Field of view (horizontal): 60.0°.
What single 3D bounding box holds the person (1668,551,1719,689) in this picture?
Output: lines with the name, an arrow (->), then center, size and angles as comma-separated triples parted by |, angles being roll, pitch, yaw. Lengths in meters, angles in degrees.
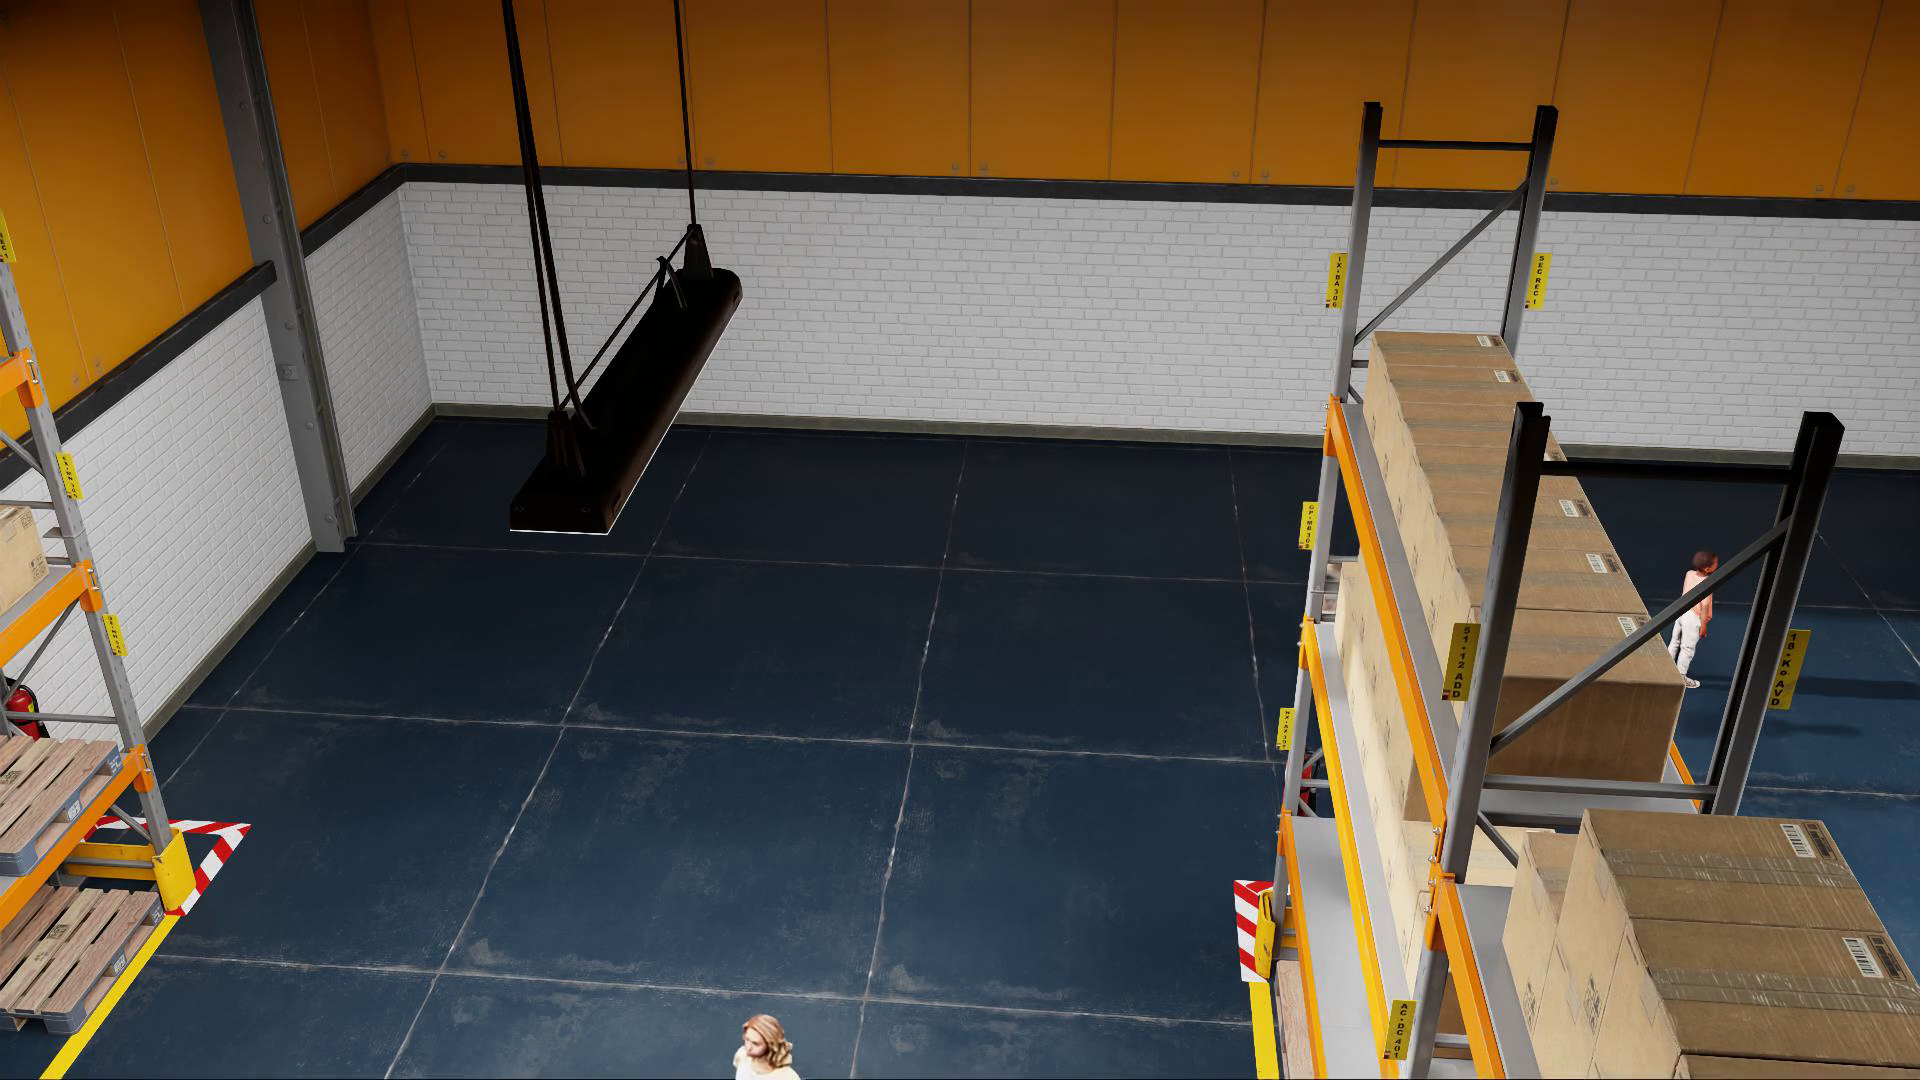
person -> 6.401, 0.671, 14.550 | 0.599, 1.311, 0.473 | -5, 29, -9
